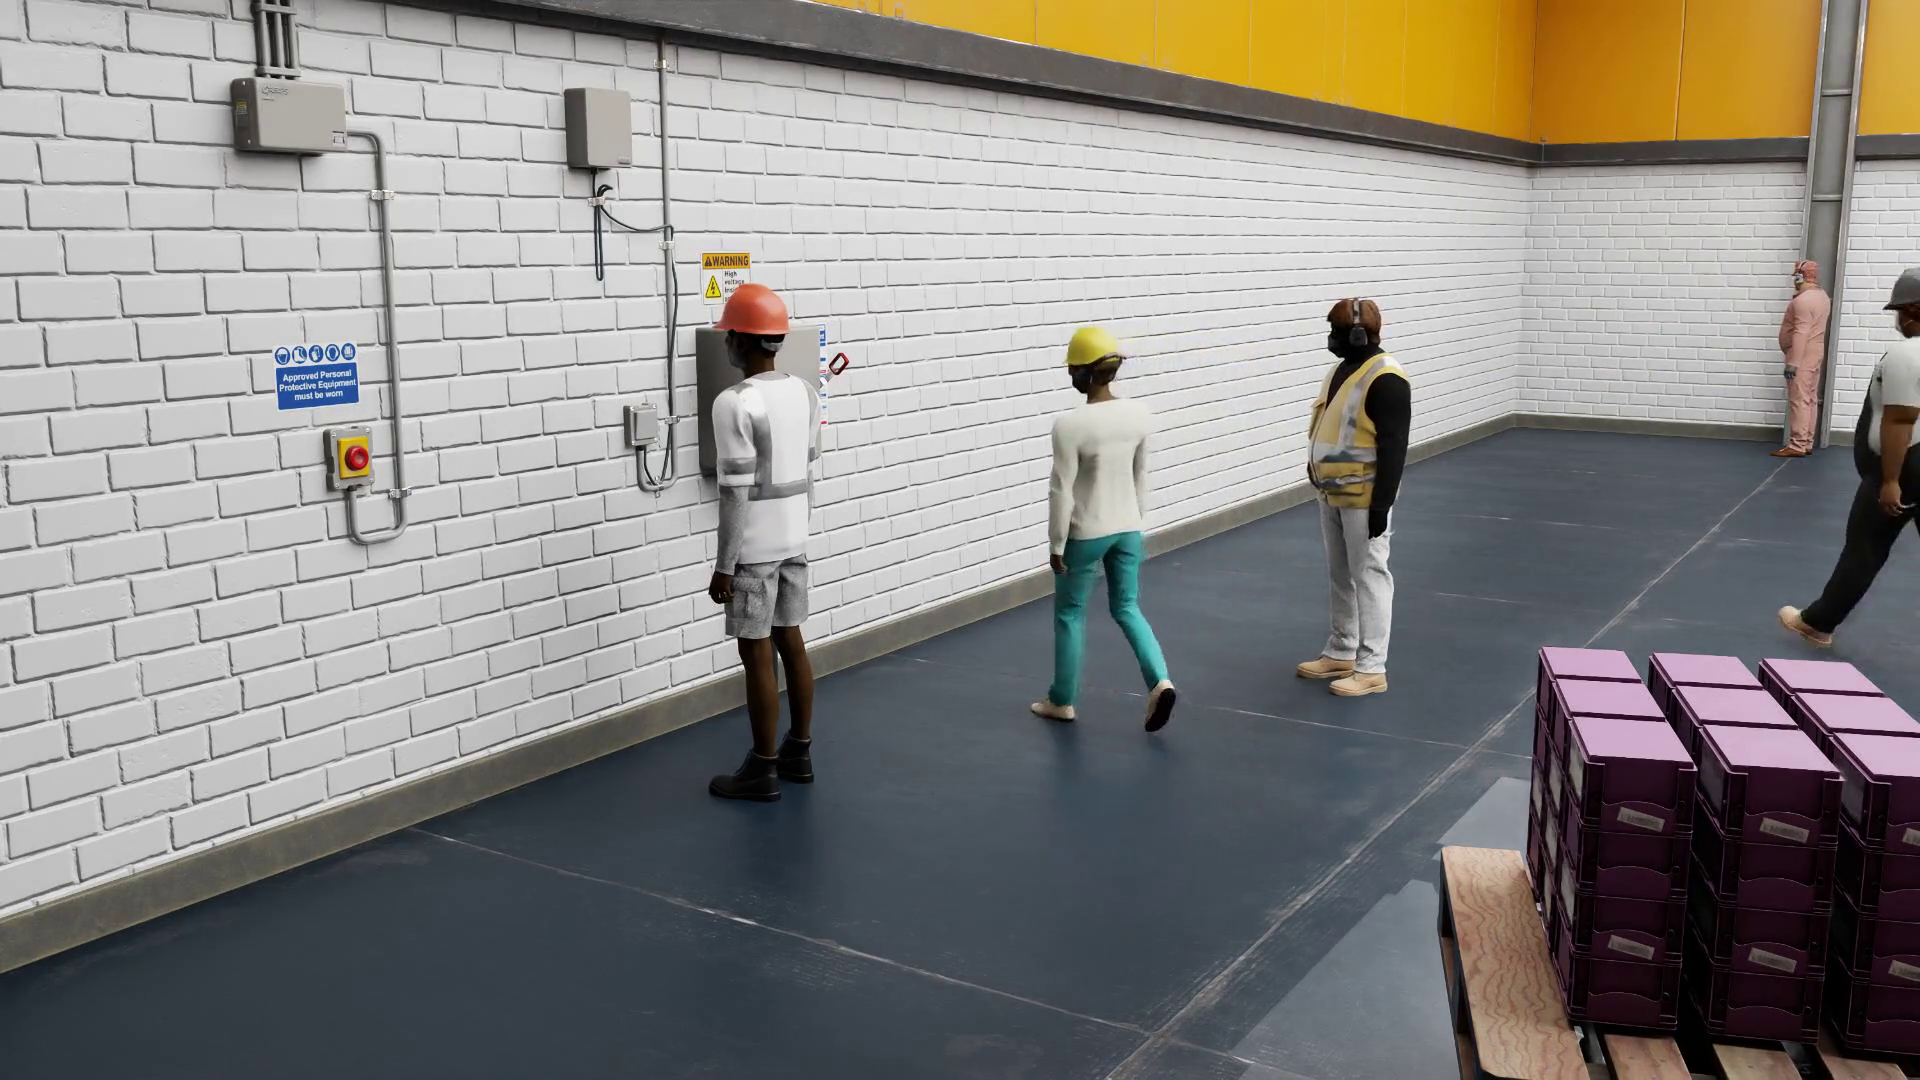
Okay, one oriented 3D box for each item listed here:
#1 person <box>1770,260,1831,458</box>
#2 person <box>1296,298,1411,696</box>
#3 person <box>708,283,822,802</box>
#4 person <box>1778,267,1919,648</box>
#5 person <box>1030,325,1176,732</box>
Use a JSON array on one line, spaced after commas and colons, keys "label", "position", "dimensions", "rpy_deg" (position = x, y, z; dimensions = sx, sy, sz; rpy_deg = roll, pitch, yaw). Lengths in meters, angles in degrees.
[{"label": "person", "position": [8.157, -1.752, 16.157], "dimensions": [0.399, 1.905, 0.643], "rpy_deg": [9, 14, 42]}, {"label": "person", "position": [1.828, -0.200, 7.740], "dimensions": [0.430, 1.839, 0.625], "rpy_deg": [-2, 10, -11]}, {"label": "person", "position": [-0.752, 0.015, 6.260], "dimensions": [0.354, 1.942, 0.545], "rpy_deg": [6, 12, 29]}, {"label": "person", "position": [4.714, -0.391, 8.236], "dimensions": [0.692, 2.000, 1.064], "rpy_deg": [-5, 11, -24]}, {"label": "person", "position": [0.606, -0.037, 7.075], "dimensions": [0.547, 1.753, 0.649], "rpy_deg": [-6, 12, -31]}]
